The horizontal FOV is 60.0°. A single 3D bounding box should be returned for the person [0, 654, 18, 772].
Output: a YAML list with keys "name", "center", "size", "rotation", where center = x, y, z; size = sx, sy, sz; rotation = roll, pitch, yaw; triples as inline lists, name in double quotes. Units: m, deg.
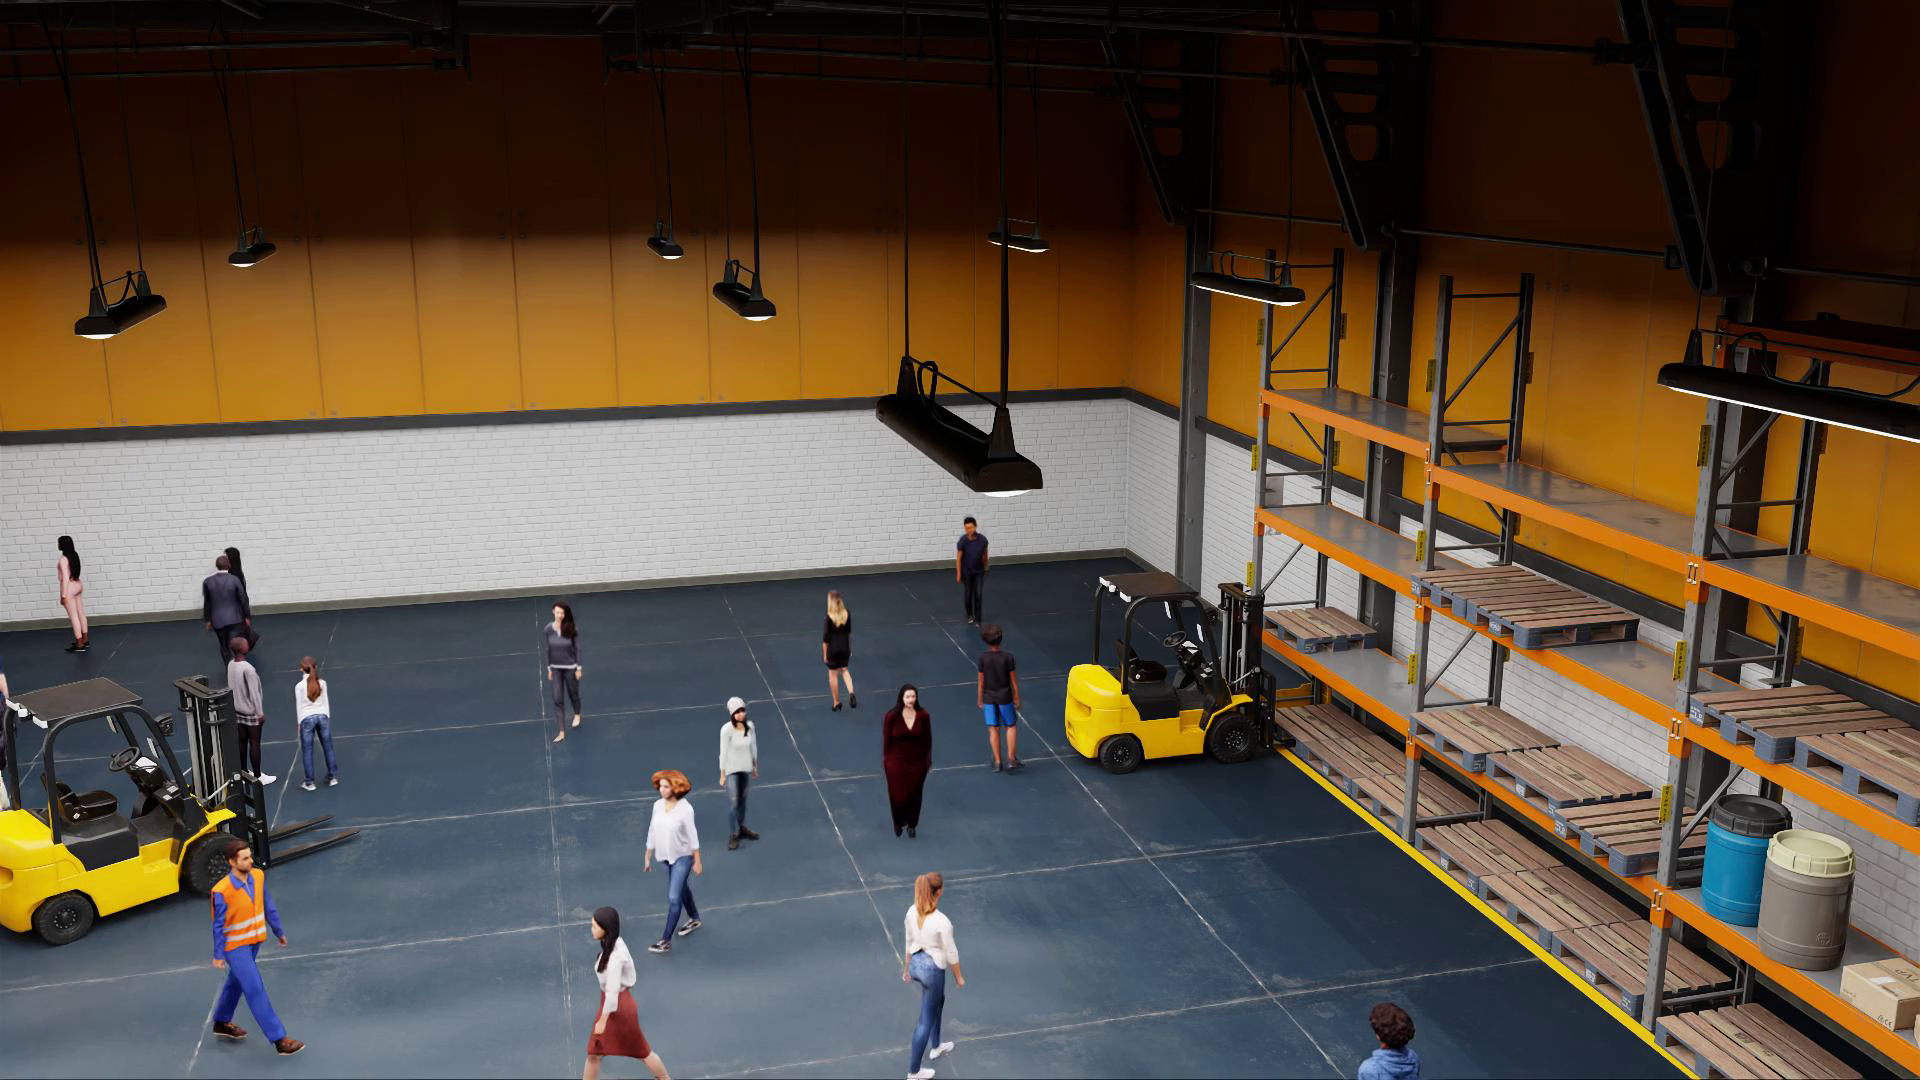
- name: "person"
  center: [-11.315, 1.887, 19.367]
  size: [0.899, 1.857, 1.027]
  rotation: [3, 14, 11]

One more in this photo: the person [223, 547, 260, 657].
- name: "person"
  center: [-10.399, 0.884, 24.045]
  size: [0.792, 1.607, 0.800]
  rotation: [-9, 16, -32]

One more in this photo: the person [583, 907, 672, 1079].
- name: "person"
  center: [-2.491, 3.607, 12.594]
  size: [0.801, 1.704, 1.060]
  rotation: [-7, 15, -25]

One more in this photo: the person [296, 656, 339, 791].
- name: "person"
  center: [-7.443, 2.094, 19.165]
  size: [0.625, 1.550, 0.634]
  rotation: [-11, 17, -38]

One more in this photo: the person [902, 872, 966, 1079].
- name: "person"
  center: [-0.321, 3.478, 13.137]
  size: [0.867, 1.697, 0.884]
  rotation: [-10, 17, -36]

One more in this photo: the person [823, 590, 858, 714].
- name: "person"
  center: [-1.534, 1.471, 21.498]
  size: [0.720, 1.664, 0.820]
  rotation: [-10, 17, -36]

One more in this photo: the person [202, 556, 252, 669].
- name: "person"
  center: [-9.990, 1.134, 22.604]
  size: [0.825, 1.799, 0.998]
  rotation: [-1, 14, -4]

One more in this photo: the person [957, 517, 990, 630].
- name: "person"
  center: [0.204, 0.476, 25.459]
  size: [0.787, 1.734, 1.088]
  rotation: [-2, 14, -10]

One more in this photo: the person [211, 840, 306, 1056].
- name: "person"
  center: [-5.913, 3.315, 13.563]
  size: [1.186, 1.814, 1.264]
  rotation: [4, 14, 17]

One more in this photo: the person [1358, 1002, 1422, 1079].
- name: "person"
  center: [2.863, 3.967, 10.972]
  size: [0.780, 1.766, 1.171]
  rotation: [-6, 15, -22]

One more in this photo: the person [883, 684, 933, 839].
- name: "person"
  center: [-0.589, 2.340, 17.744]
  size: [0.671, 1.741, 0.645]
  rotation: [-3, 14, -12]

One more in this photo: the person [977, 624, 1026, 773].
- name: "person"
  center: [0.459, 1.871, 19.598]
  size: [0.810, 1.781, 0.785]
  rotation: [2, 14, 10]

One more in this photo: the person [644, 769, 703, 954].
- name: "person"
  center: [-2.573, 2.919, 15.487]
  size: [1.090, 1.678, 1.116]
  rotation: [9, 16, 33]

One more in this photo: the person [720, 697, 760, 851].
- name: "person"
  center: [-2.346, 2.426, 17.607]
  size: [0.772, 1.638, 0.756]
  rotation: [12, 18, 40]

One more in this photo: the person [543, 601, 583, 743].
- name: "person"
  center: [-4.948, 1.596, 20.851]
  size: [0.752, 1.726, 1.137]
  rotation: [-1, 14, -3]

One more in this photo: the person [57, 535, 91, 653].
- name: "person"
  center: [-12.969, 0.765, 24.294]
  size: [0.715, 1.721, 0.532]
  rotation: [-1, 14, -4]

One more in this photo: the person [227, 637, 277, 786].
- name: "person"
  center: [-8.251, 1.970, 19.210]
  size: [0.684, 1.771, 0.751]
  rotation: [8, 16, 31]
